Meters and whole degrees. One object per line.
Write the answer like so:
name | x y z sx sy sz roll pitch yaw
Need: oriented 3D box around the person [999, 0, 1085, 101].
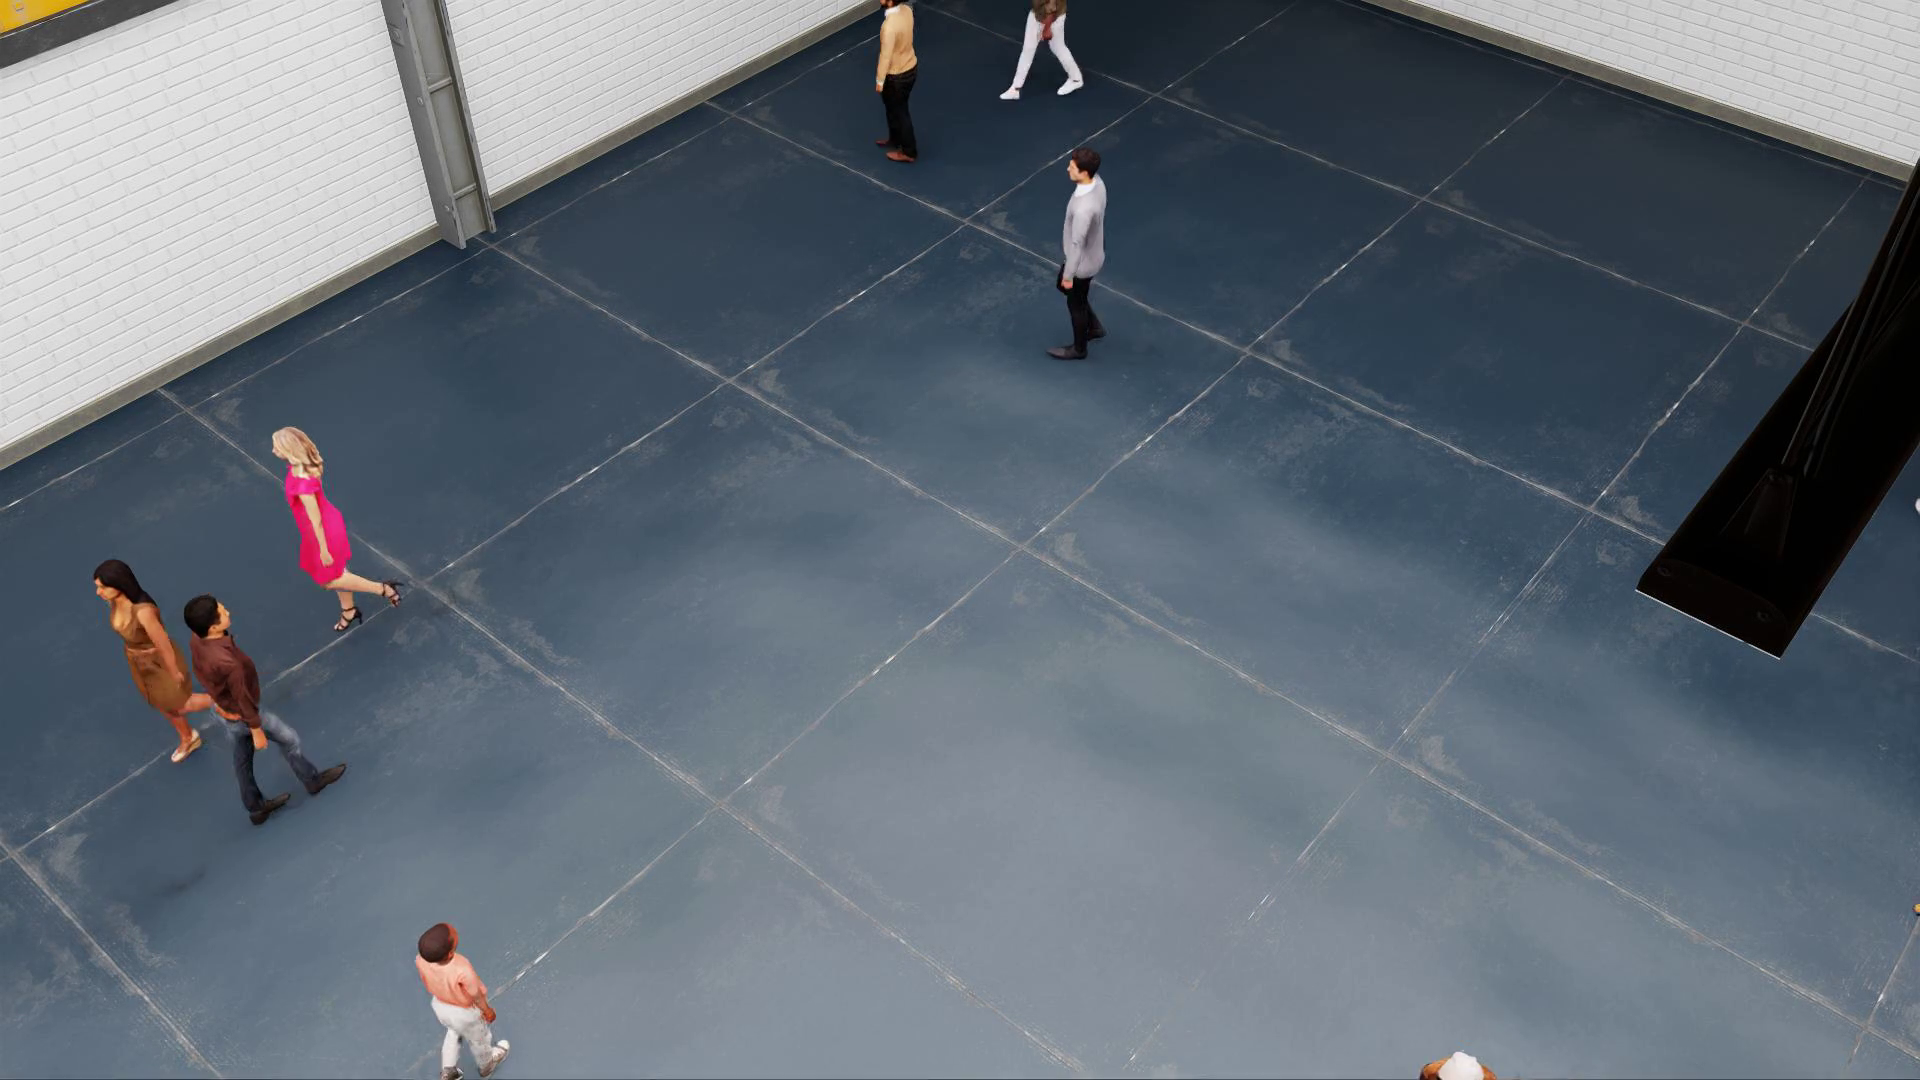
person | 0.914 -5.086 16.041 1.281 1.790 1.022 -17 46 -17

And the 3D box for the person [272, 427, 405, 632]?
person | -4.052 -0.059 10.818 0.924 1.715 0.820 -13 45 -13

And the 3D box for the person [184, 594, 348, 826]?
person | -4.237 1.042 9.631 0.696 1.760 0.844 33 52 29

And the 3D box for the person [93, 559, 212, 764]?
person | -4.781 0.696 10.056 0.593 1.675 0.800 27 50 25

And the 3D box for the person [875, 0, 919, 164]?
person | -0.492 -4.246 15.194 0.858 1.742 0.783 11 45 12

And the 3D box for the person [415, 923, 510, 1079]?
person | -2.603 2.422 8.512 0.586 1.305 0.704 17 46 17

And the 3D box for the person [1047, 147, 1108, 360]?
person | 1.035 -2.192 12.916 0.966 1.911 0.852 8 44 8
